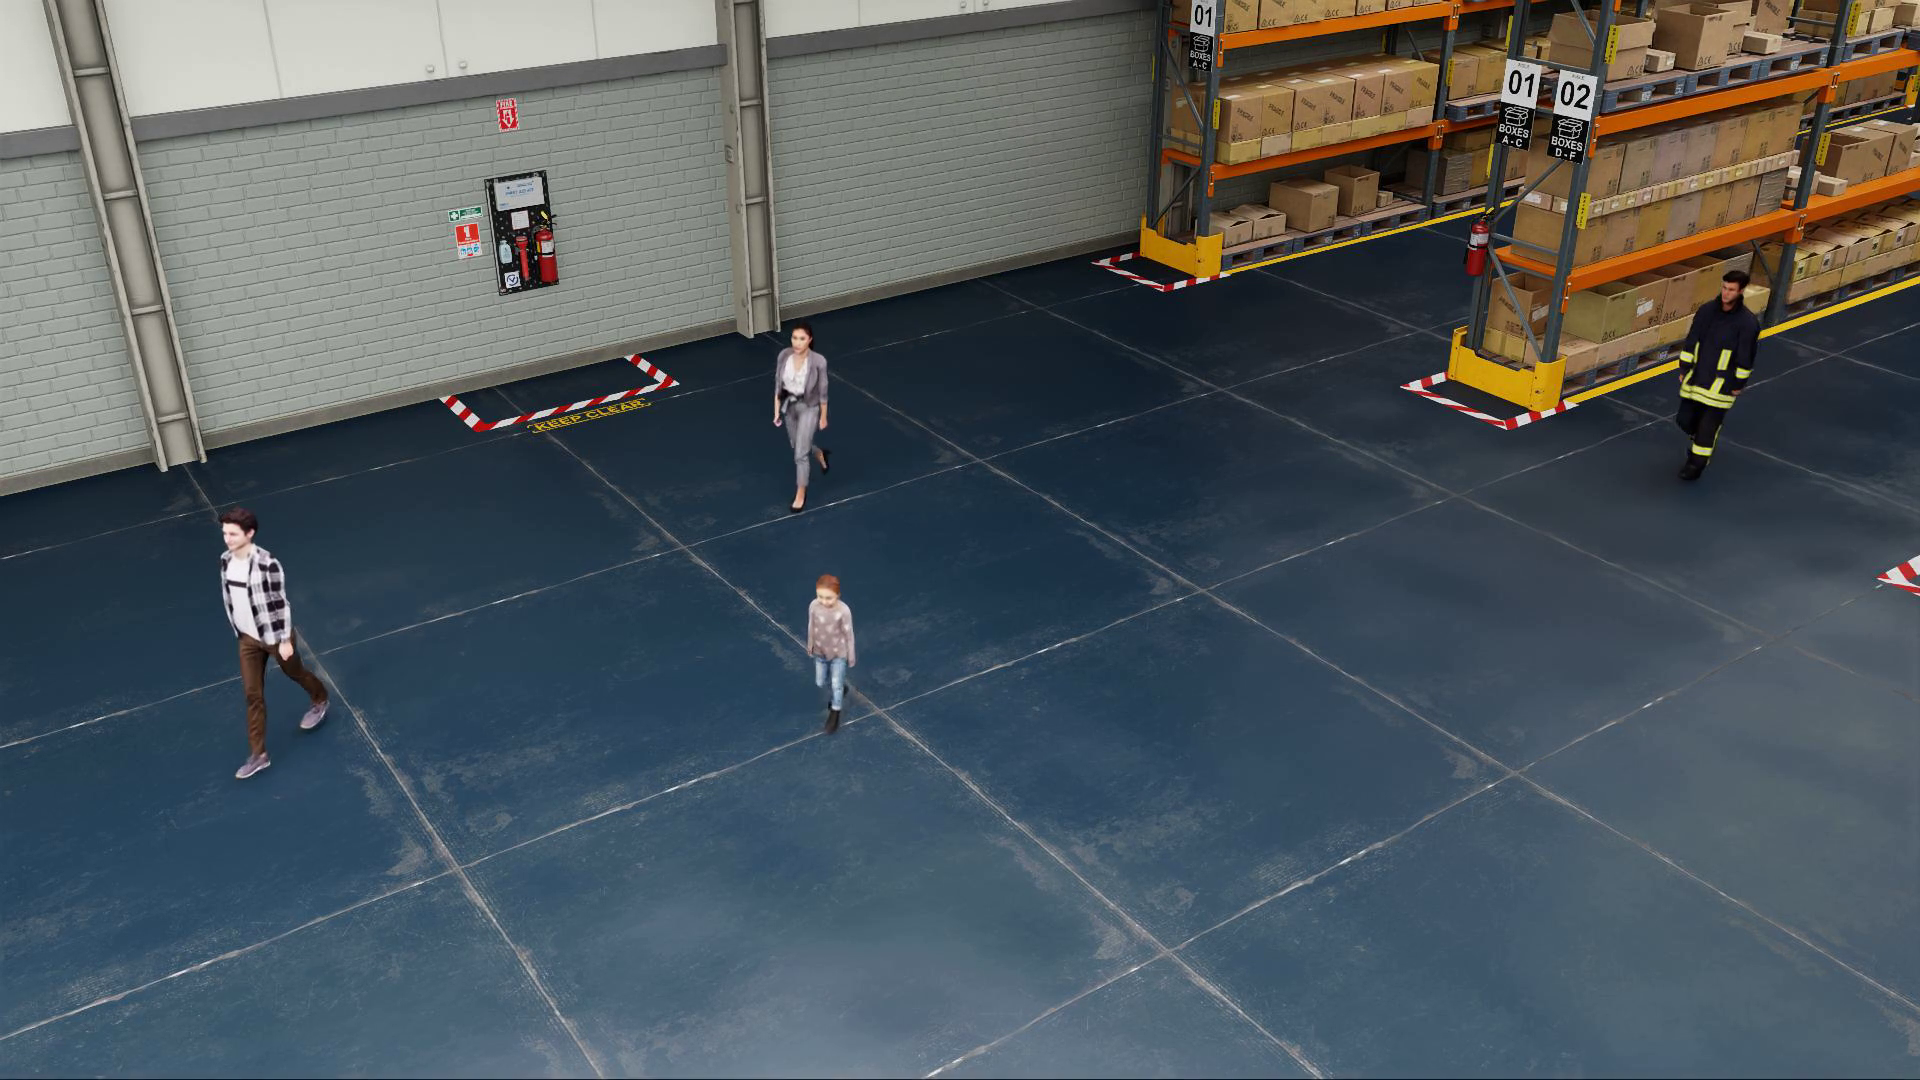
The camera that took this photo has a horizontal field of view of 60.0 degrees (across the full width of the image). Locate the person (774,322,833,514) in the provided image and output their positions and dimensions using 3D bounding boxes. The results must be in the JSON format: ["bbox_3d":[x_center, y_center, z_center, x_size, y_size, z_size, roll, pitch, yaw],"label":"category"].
[{"bbox_3d":[-1.295,-1.082,14.092,0.924,1.651,1.095,13,30,23],"label":"person"}]

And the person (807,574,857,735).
[{"bbox_3d":[-0.834,0.708,11.130,0.659,1.181,0.735,10,29,19],"label":"person"}]

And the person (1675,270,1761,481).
[{"bbox_3d":[6.632,-1.465,14.547,0.869,1.917,0.802,-19,33,-33],"label":"person"}]

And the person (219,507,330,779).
[{"bbox_3d":[-4.430,0.572,10.763,1.102,1.760,1.238,8,28,15],"label":"person"}]
